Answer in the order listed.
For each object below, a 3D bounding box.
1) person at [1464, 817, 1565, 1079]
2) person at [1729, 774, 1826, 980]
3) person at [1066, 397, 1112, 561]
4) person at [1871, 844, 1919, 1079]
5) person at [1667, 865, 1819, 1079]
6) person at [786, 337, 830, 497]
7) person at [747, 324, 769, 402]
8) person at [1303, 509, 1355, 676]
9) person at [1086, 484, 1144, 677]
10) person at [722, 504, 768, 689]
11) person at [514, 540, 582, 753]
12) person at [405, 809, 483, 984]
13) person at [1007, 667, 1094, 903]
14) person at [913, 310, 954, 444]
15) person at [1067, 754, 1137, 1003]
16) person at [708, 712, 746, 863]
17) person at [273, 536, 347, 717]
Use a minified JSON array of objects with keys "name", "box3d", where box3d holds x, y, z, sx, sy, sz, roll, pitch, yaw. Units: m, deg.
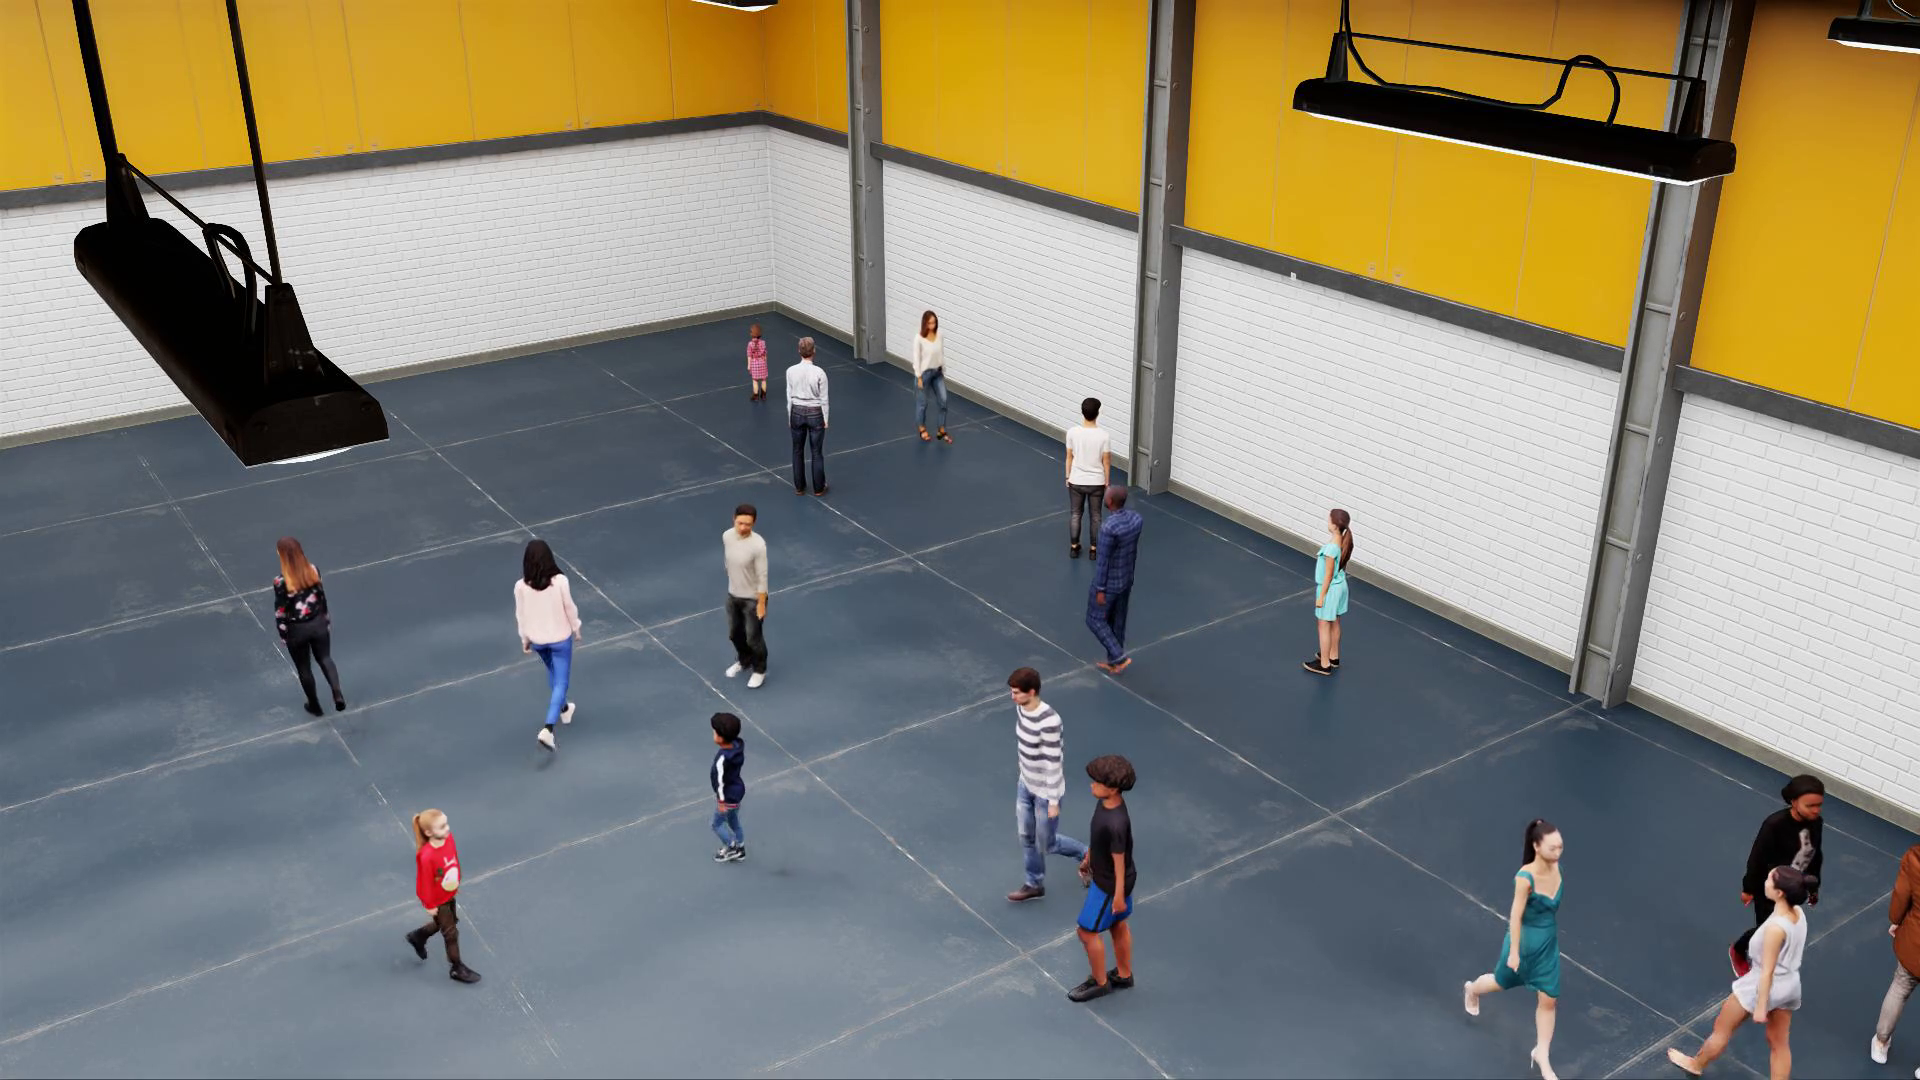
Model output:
[{"name":"person","box3d":[3.399,2.429,10.108,0.658,1.653,1.060,-11,26,-24]},{"name":"person","box3d":[5.202,2.171,10.691,0.720,1.659,0.750,-8,25,-18]},{"name":"person","box3d":[1.295,-0.635,17.038,0.681,1.718,0.741,4,24,9]},{"name":"person","box3d":[5.840,2.402,9.939,0.693,1.839,0.812,22,32,40]},{"name":"person","box3d":[4.798,2.643,9.685,0.636,1.600,0.917,-20,31,-38]},{"name":"person","box3d":[-1.715,-1.392,18.643,0.718,1.818,0.769,3,24,7]},{"name":"person","box3d":[-2.655,-2.326,21.775,0.451,1.021,0.472,-11,26,-24]},{"name":"person","box3d":[3.298,0.443,14.770,0.608,1.558,0.604,18,29,36]},{"name":"person","box3d":[1.414,0.388,14.576,0.718,1.815,0.741,-20,30,-38]},{"name":"person","box3d":[-1.832,0.458,14.468,0.870,1.773,0.723,-21,31,-39]},{"name":"person","box3d":[-3.361,0.876,13.557,1.103,1.736,1.210,3,24,7]},{"name":"person","box3d":[-3.441,2.311,10.859,0.864,1.268,0.781,6,24,13]},{"name":"person","box3d":[0.650,1.698,11.577,0.849,1.817,0.909,-13,27,-28]},{"name":"person","box3d":[-0.425,-2.020,20.275,0.642,1.662,0.747,-15,28,-31]},{"name":"person","box3d":[1.051,2.145,10.598,0.838,1.781,0.773,1,24,2]},{"name":"person","box3d":[-1.636,1.816,12.063,0.656,1.210,0.609,6,24,13]},{"name":"person","box3d":[-5.431,0.757,13.909,0.816,1.673,0.676,21,31,40]}]
